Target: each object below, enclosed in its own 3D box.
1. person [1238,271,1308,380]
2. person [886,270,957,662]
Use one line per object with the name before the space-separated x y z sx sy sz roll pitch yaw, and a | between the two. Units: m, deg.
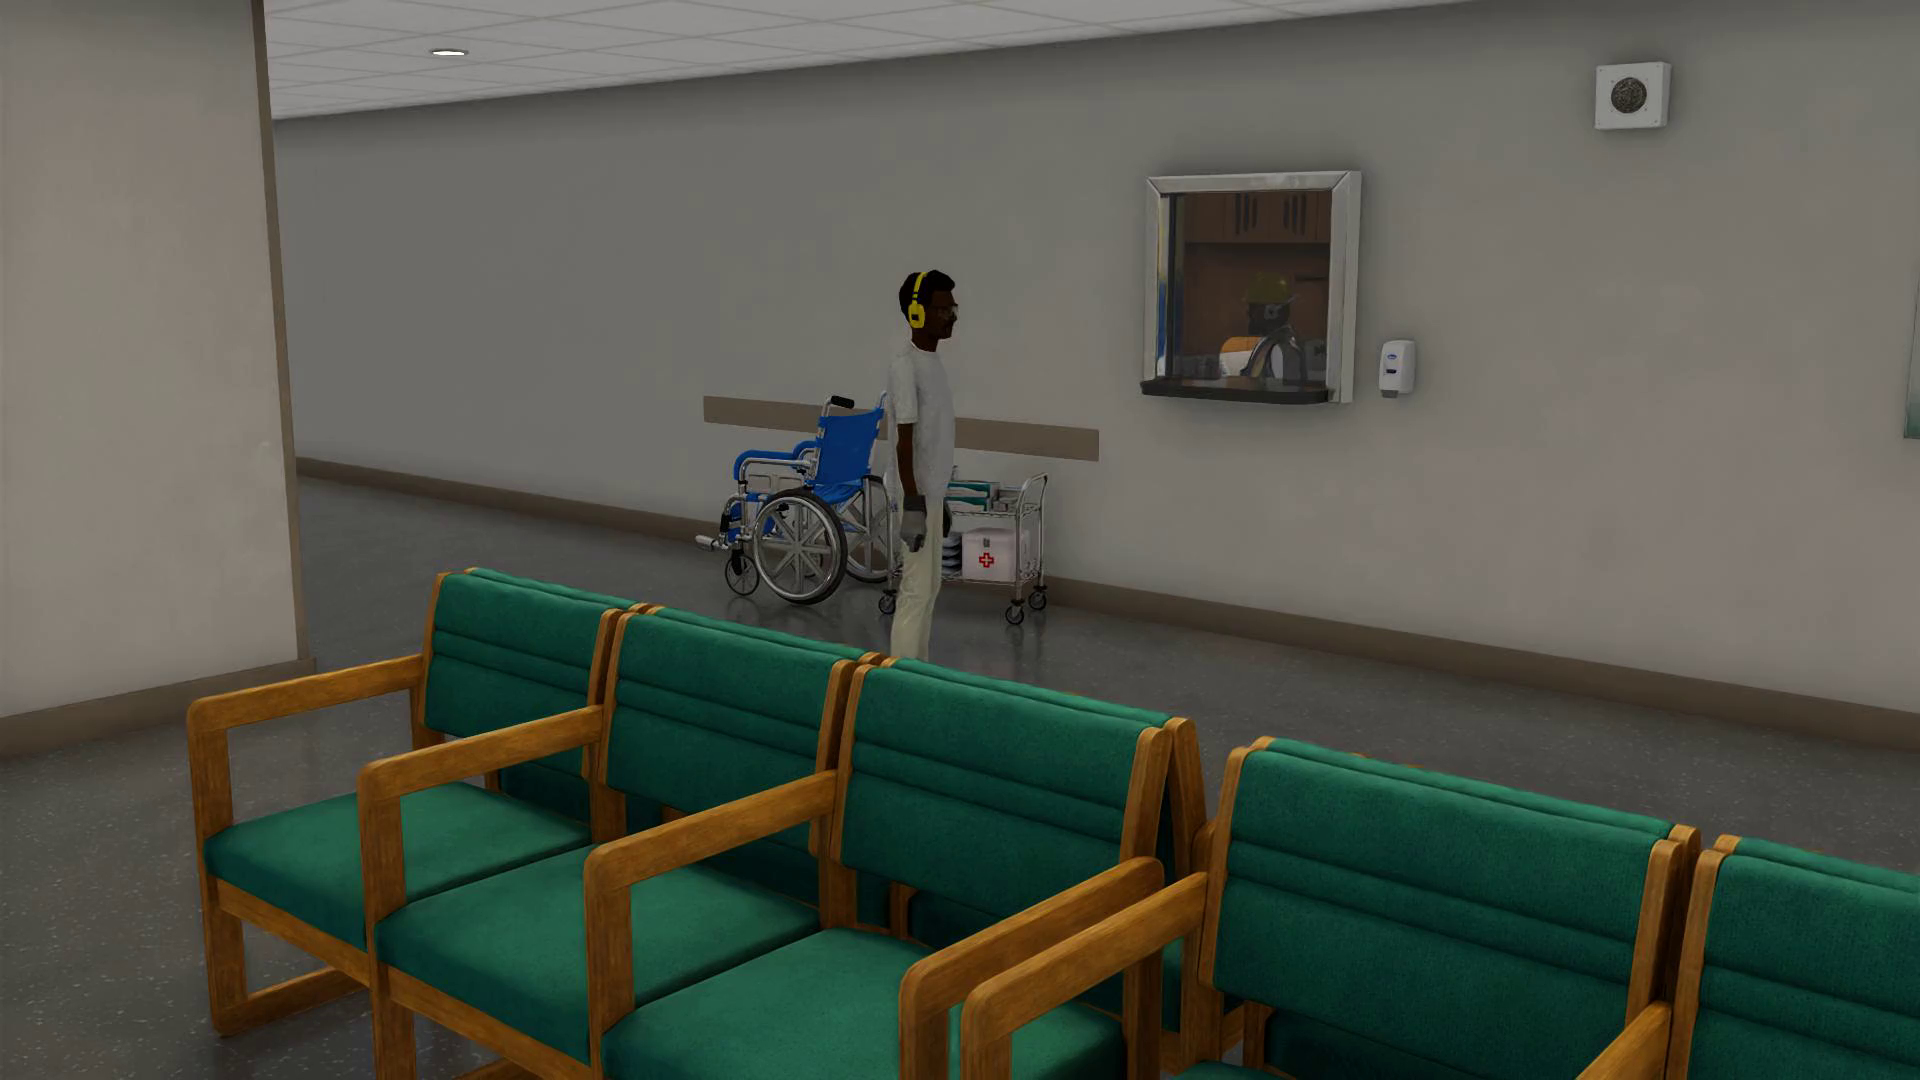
person | 1.686 -0.542 9.087 0.403 1.830 0.600 1 10 4
person | -0.132 -0.162 6.817 0.318 1.870 0.531 2 10 12
